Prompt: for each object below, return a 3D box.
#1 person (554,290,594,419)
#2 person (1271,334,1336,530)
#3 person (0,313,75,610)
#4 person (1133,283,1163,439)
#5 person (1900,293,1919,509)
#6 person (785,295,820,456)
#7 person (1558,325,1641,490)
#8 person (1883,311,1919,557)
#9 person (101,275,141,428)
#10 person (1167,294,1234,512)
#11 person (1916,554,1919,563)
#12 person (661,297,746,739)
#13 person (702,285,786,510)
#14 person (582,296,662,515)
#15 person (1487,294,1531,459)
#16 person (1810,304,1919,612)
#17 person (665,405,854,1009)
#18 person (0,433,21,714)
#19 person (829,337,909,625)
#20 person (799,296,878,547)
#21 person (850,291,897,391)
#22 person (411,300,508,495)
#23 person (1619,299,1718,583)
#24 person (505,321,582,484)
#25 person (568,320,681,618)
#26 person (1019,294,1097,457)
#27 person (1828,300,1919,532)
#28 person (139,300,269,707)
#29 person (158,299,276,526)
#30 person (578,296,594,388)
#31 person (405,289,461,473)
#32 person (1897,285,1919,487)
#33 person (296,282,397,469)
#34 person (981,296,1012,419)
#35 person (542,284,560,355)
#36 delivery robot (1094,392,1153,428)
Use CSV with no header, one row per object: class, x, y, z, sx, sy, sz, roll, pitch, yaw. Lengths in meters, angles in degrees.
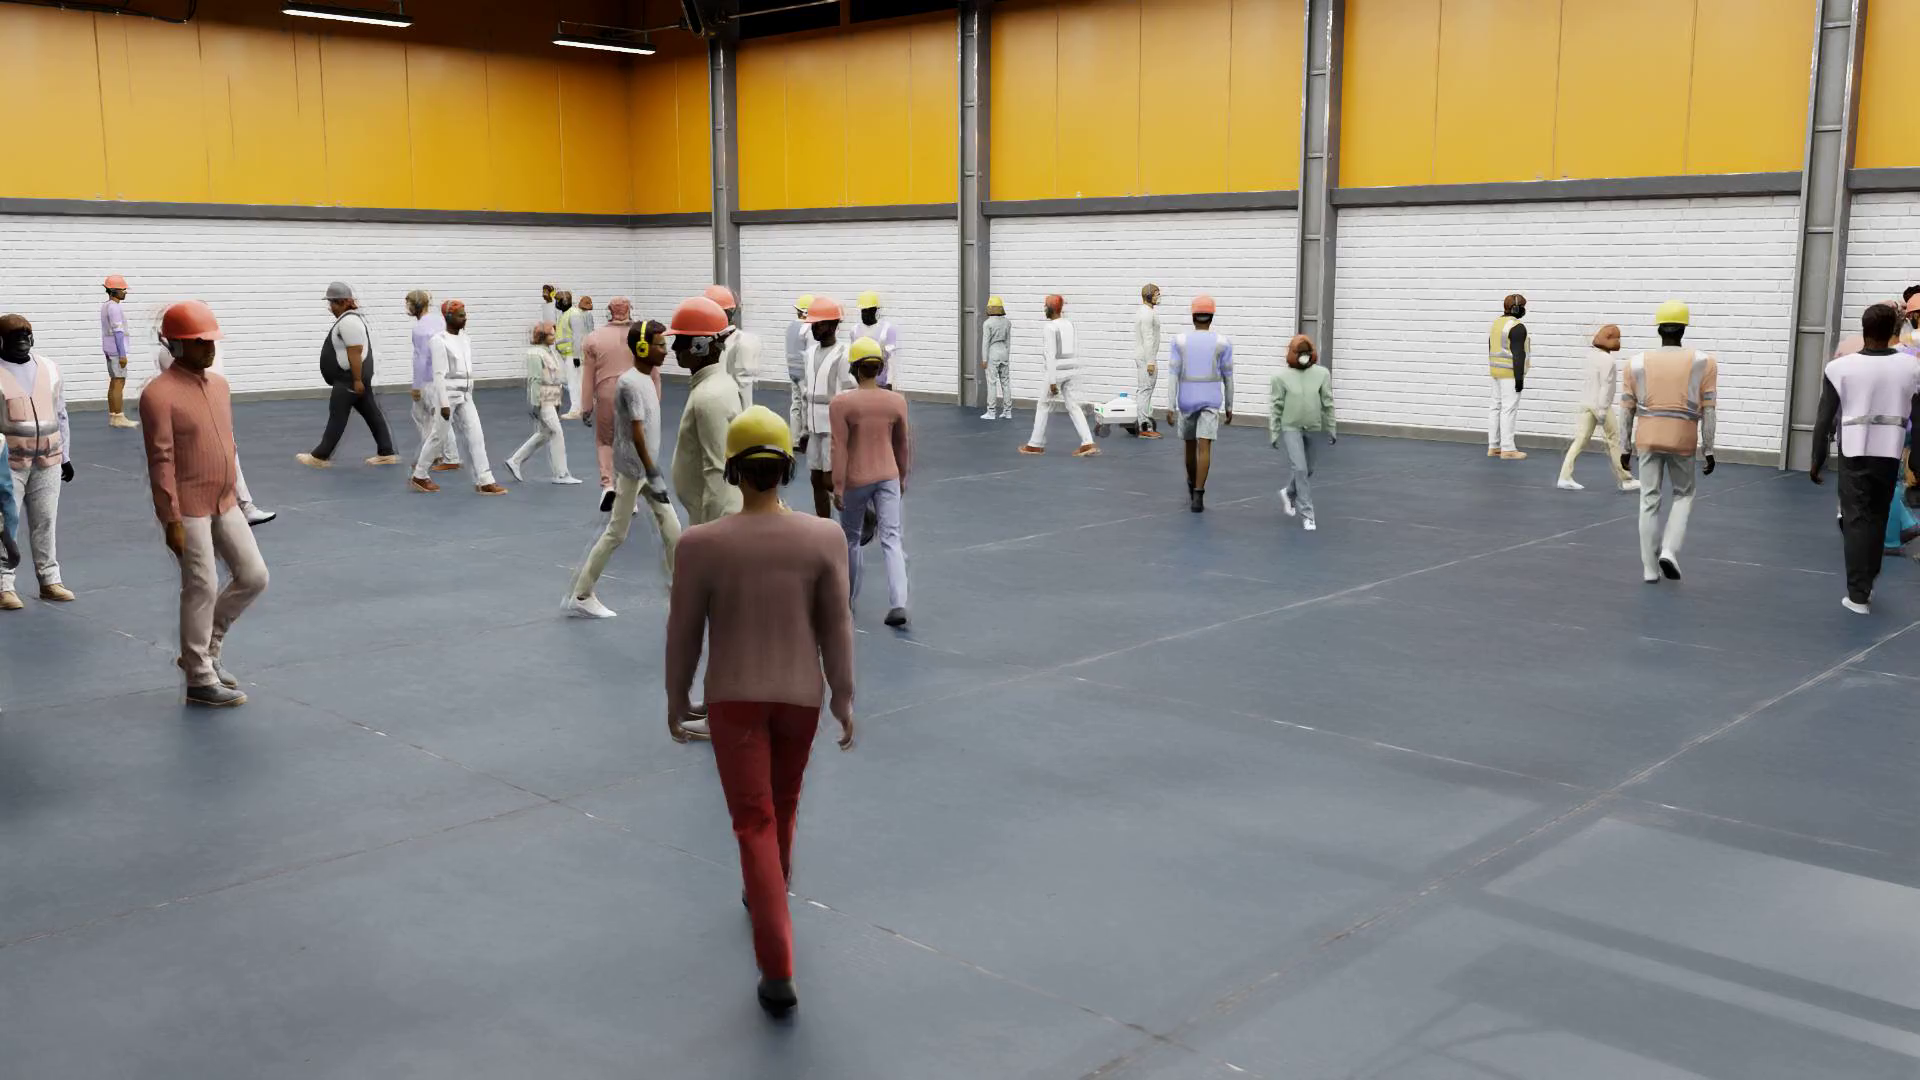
person,-5.489,-2.626,23.569,0.496,1.824,0.655,-6,11,-31
person,2.811,-0.912,13.758,0.542,1.595,0.741,-1,9,-5
person,-5.891,-0.497,10.469,0.430,1.844,0.624,6,11,34
person,2.361,-2.241,20.864,0.372,1.940,0.630,0,9,0
person,8.569,-1.241,14.832,0.581,1.913,0.469,-2,9,-9
person,-1.751,-1.869,18.924,0.404,1.828,0.592,-7,11,-36
person,6.165,-1.263,15.919,0.850,1.580,0.518,0,9,1
person,6.845,-0.779,12.242,0.451,1.818,0.617,8,12,40
person,-11.223,-2.513,22.209,0.394,2.042,0.611,-7,12,-36
person,2.149,-1.231,14.813,0.568,1.884,1.006,2,9,12
person,6.925,-0.552,11.347,0.813,1.673,0.531,-1,9,-7
person,-1.137,-0.097,7.547,0.394,1.994,0.612,-1,9,-5
person,-1.726,-0.958,12.819,0.607,2.008,0.973,8,12,40
person,-2.906,-1.149,14.327,0.671,1.886,0.434,-2,9,-10
person,6.169,-1.834,18.666,0.430,1.843,0.625,-1,9,-8
person,5.680,-0.527,10.471,0.621,1.893,0.789,2,10,14
person,-0.600,0.458,4.977,0.540,1.714,0.904,-3,10,-20
person,-4.757,0.030,7.904,0.401,1.624,0.511,7,12,38
person,-0.541,-0.360,10.014,0.541,1.715,0.931,-4,10,-24
person,-0.931,-0.831,12.270,0.554,1.921,0.548,-8,12,-42
person,-0.943,-1.765,18.150,0.600,1.879,0.988,4,10,22
person,-4.776,-1.331,15.617,1.006,1.836,0.585,3,10,20
person,4.762,-0.655,11.207,0.621,1.912,0.415,5,11,28
person,-4.144,-1.349,16.383,0.746,1.615,0.517,0,9,3
person,-1.948,-0.411,10.032,0.966,1.825,0.516,1,9,7
person,1.145,-1.854,18.835,0.973,1.842,0.581,8,12,40
person,7.117,-0.920,12.927,0.433,1.880,0.689,-6,11,-33
person,-3.635,-0.163,8.011,0.449,1.969,0.642,2,9,10
person,-6.045,-0.993,13.408,0.927,1.864,0.681,3,10,17
person,-6.616,-3.501,29.520,0.281,1.634,0.498,-8,12,-40
person,-5.544,-1.641,17.260,0.694,1.906,0.657,-1,9,-5
person,9.282,-1.514,16.324,0.367,1.964,0.609,8,12,39
person,-6.572,-1.787,17.771,1.025,2.000,0.700,-2,10,-14
person,0.501,-2.577,23.554,0.491,1.738,0.311,-6,11,-34
person,-7.212,-3.614,29.565,0.521,1.857,0.493,7,11,36
delivery robot,2.062,-1.626,21.036,0.707,0.478,0.477,-2,9,-13
